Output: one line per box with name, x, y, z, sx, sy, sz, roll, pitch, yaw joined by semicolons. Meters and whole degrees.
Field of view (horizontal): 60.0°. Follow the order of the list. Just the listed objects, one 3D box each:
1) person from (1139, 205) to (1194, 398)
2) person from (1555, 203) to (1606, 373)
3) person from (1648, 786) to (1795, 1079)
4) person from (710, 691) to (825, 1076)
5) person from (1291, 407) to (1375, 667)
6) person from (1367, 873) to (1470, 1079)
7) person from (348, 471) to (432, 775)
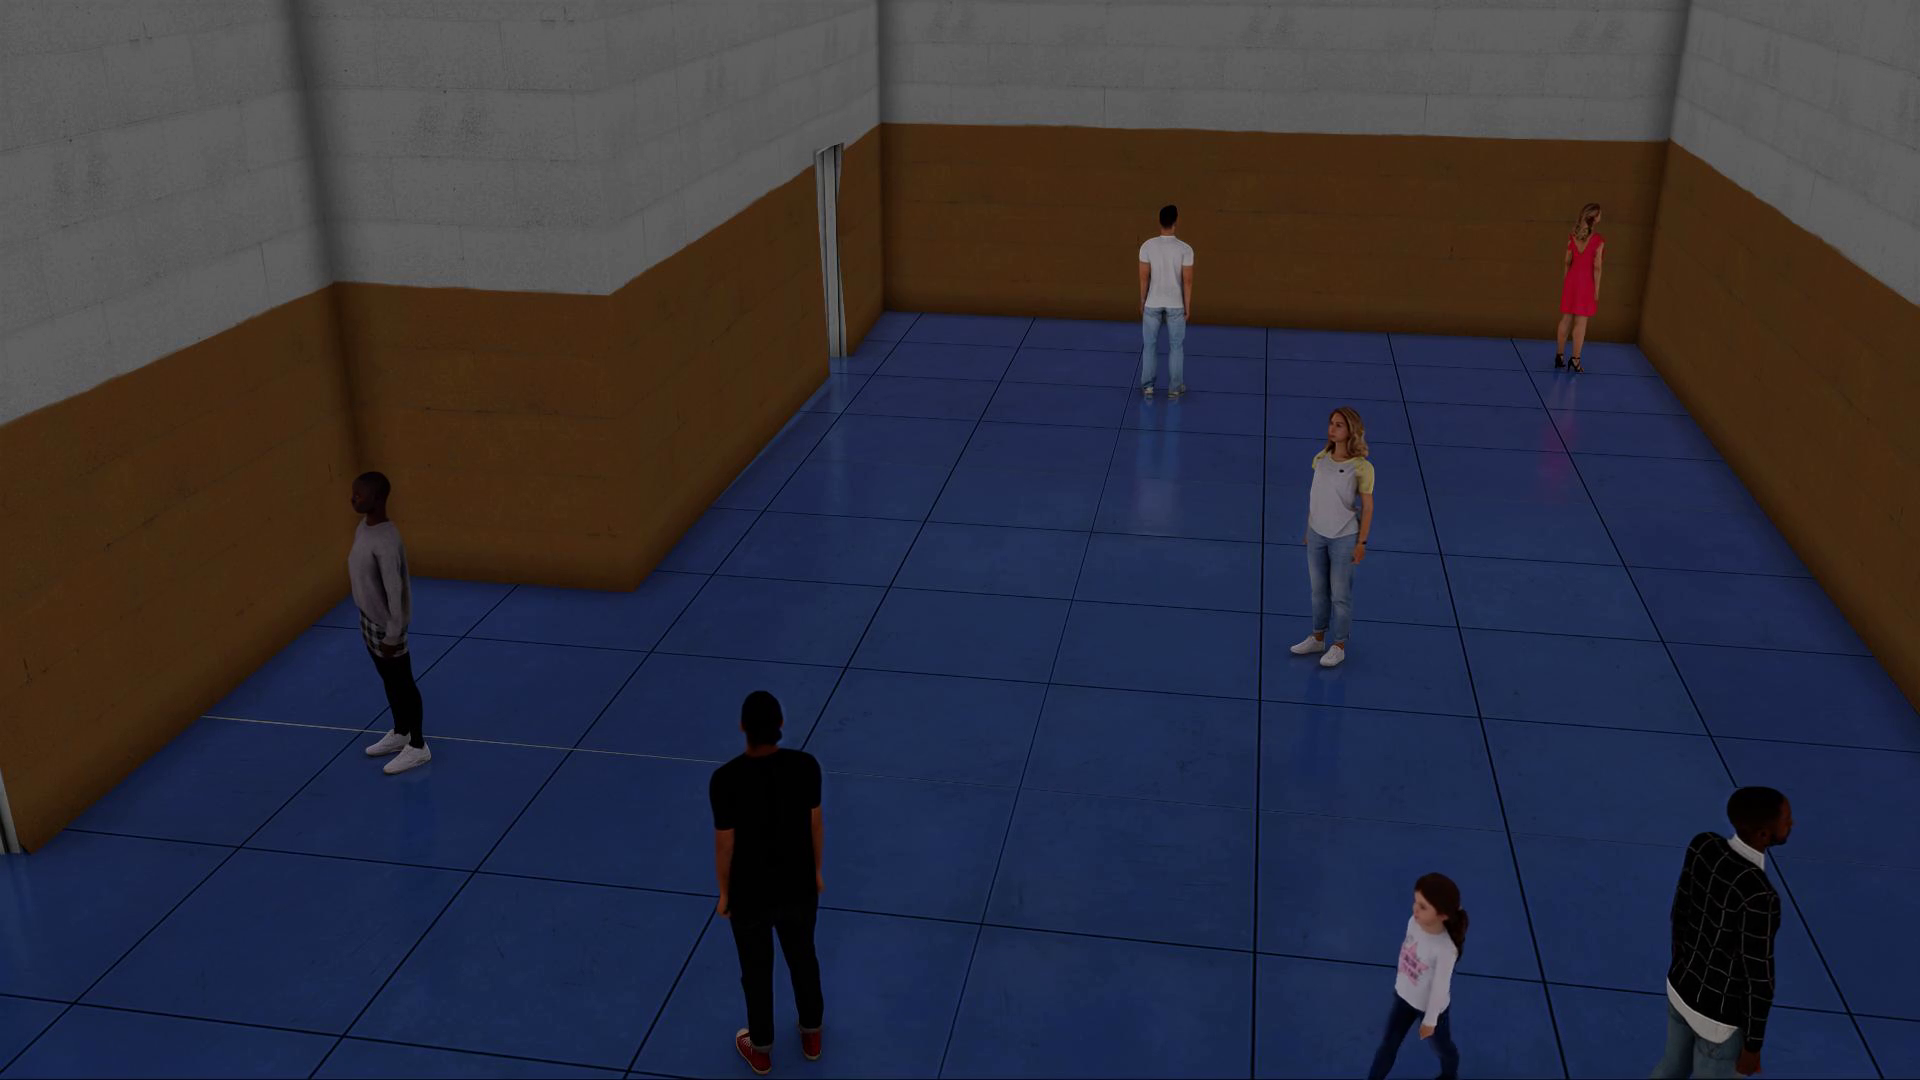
person;1.989;-2.318;16.173;0.493;1.864;0.742;5;22;13
person;6.353;-2.601;17.060;0.718;1.728;0.666;-13;25;-29
person;2.794;1.713;6.202;0.657;1.819;0.731;-3;22;-7
person;-0.791;1.434;6.979;0.658;1.758;0.768;-8;23;-20
person;2.403;-0.026;10.639;0.771;1.723;0.692;-17;28;-37
person;1.945;1.862;6.817;0.830;1.085;0.689;-8;23;-20
person;-3.237;0.449;9.410;0.753;1.772;0.683;-16;27;-35
